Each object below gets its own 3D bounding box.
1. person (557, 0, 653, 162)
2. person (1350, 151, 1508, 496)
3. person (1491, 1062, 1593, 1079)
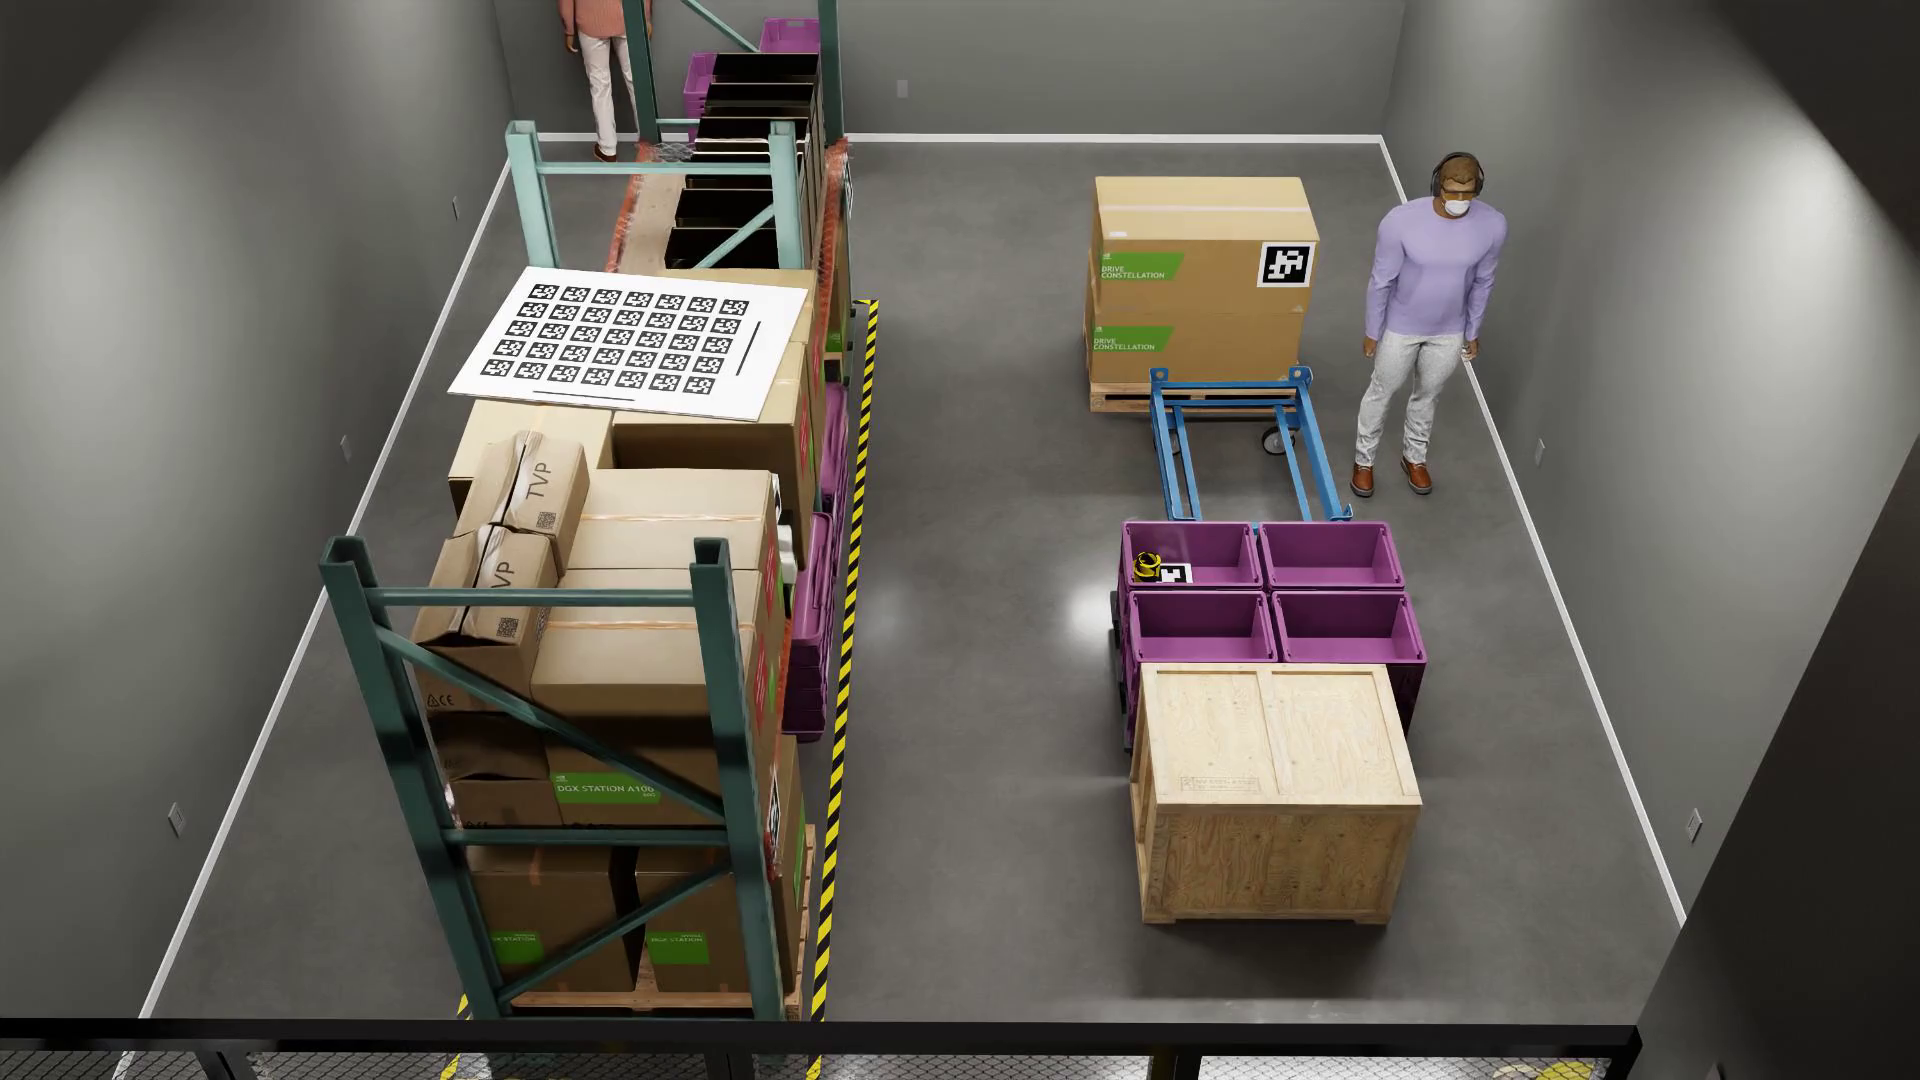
[{"bbox_3d":[-2.330,-3.428,10.980,0.622,1.994,0.381,-16,44,-18],"label":"person"},{"bbox_3d":[2.323,-1.063,8.326,0.631,1.940,0.372,-2,41,-2],"label":"person"},{"bbox_3d":[1.603,2.068,4.835,0.403,1.833,0.586,5,42,6],"label":"person"}]
